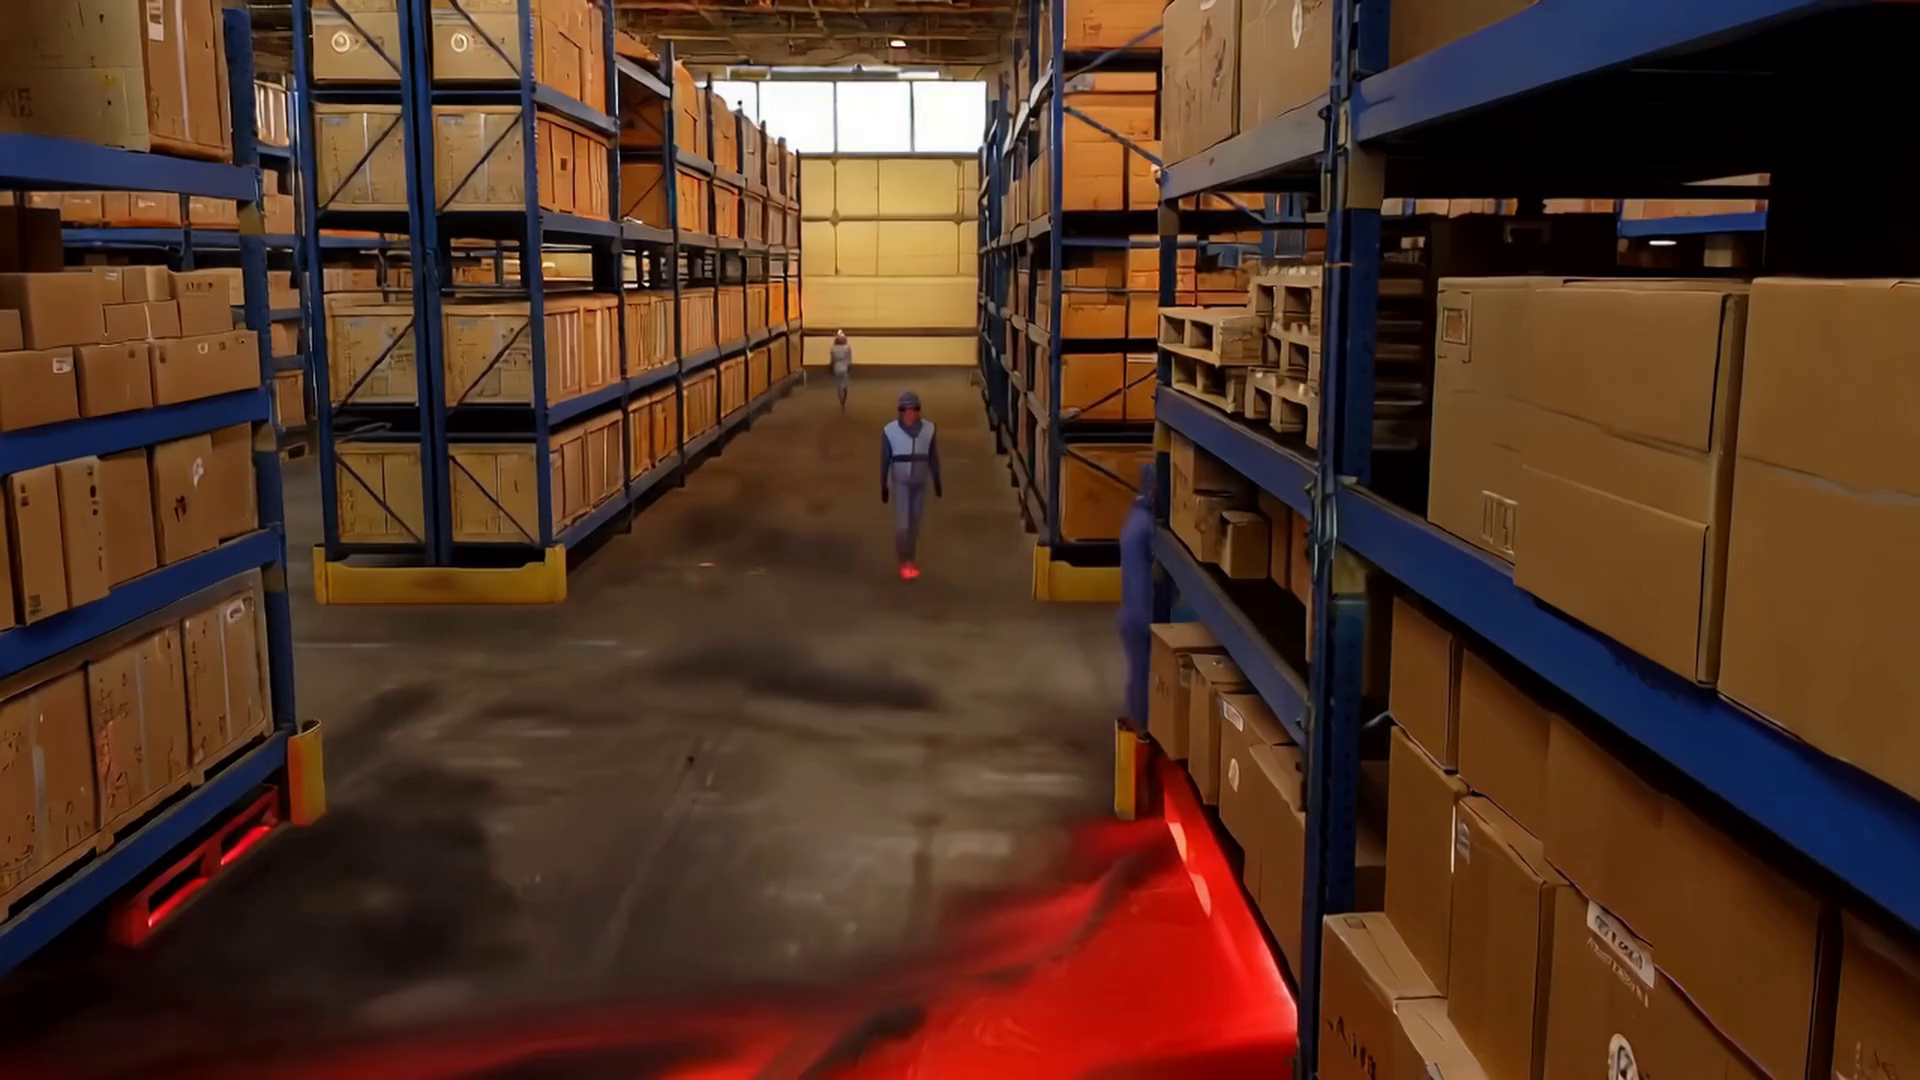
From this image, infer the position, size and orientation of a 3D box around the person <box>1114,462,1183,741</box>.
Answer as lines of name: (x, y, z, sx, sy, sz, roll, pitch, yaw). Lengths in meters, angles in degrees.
person: (1.166, 0.458, 10.078, 0.443, 1.890, 0.671, 0, 9, -1)

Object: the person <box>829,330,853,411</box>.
person: (-2.549, -3.614, 35.520, 0.506, 1.723, 0.499, -1, 9, -5)

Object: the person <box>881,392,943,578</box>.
person: (-0.449, -0.539, 16.418, 0.570, 1.819, 0.770, -4, 10, -25)
